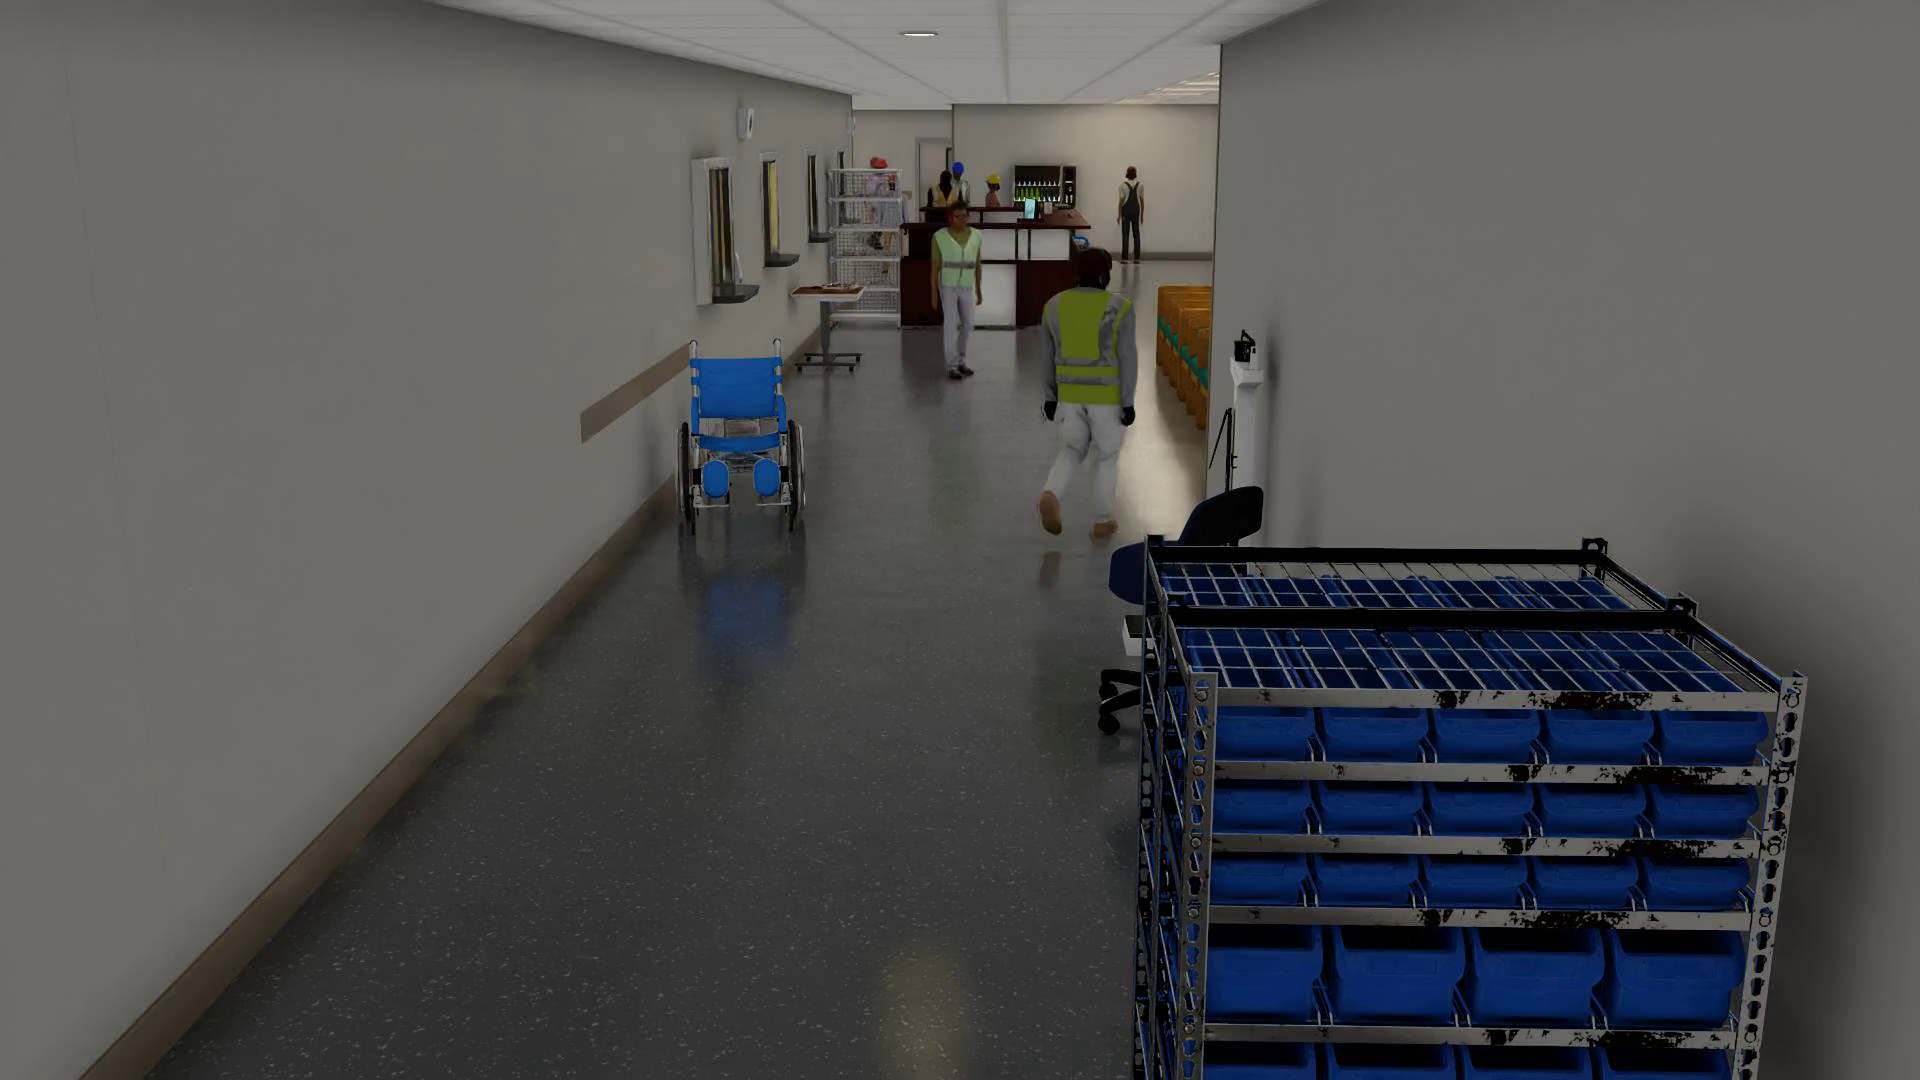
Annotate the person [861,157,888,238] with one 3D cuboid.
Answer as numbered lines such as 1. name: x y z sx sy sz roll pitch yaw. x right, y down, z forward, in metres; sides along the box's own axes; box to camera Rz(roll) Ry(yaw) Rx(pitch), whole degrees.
1. person: -1.987 -8.049 39.164 0.641 1.913 0.407 5 15 20

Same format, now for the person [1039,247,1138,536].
1. person: 0.783 -0.884 10.269 0.631 1.825 0.650 8 16 30

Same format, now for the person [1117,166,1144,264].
1. person: 3.266 -6.208 31.822 0.514 1.844 0.328 -3 14 -11

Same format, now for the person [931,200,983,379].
1. person: -0.041 -2.580 17.141 0.601 1.822 0.471 -7 15 -26

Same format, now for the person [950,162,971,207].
1. person: -0.066 -6.114 31.251 0.602 1.938 0.400 -6 15 -23

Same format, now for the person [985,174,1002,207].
1. person: 0.580 -5.507 29.148 0.310 1.769 0.522 -3 14 -12

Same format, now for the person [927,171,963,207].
1. person: -0.241 -5.644 29.599 0.666 1.805 0.785 -2 14 -10

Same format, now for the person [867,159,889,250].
1. person: -1.689 -7.132 35.416 0.398 1.921 0.582 -7 16 -27

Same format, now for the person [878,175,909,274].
1. person: -1.194 -5.627 29.683 0.563 1.742 0.361 1 14 2
